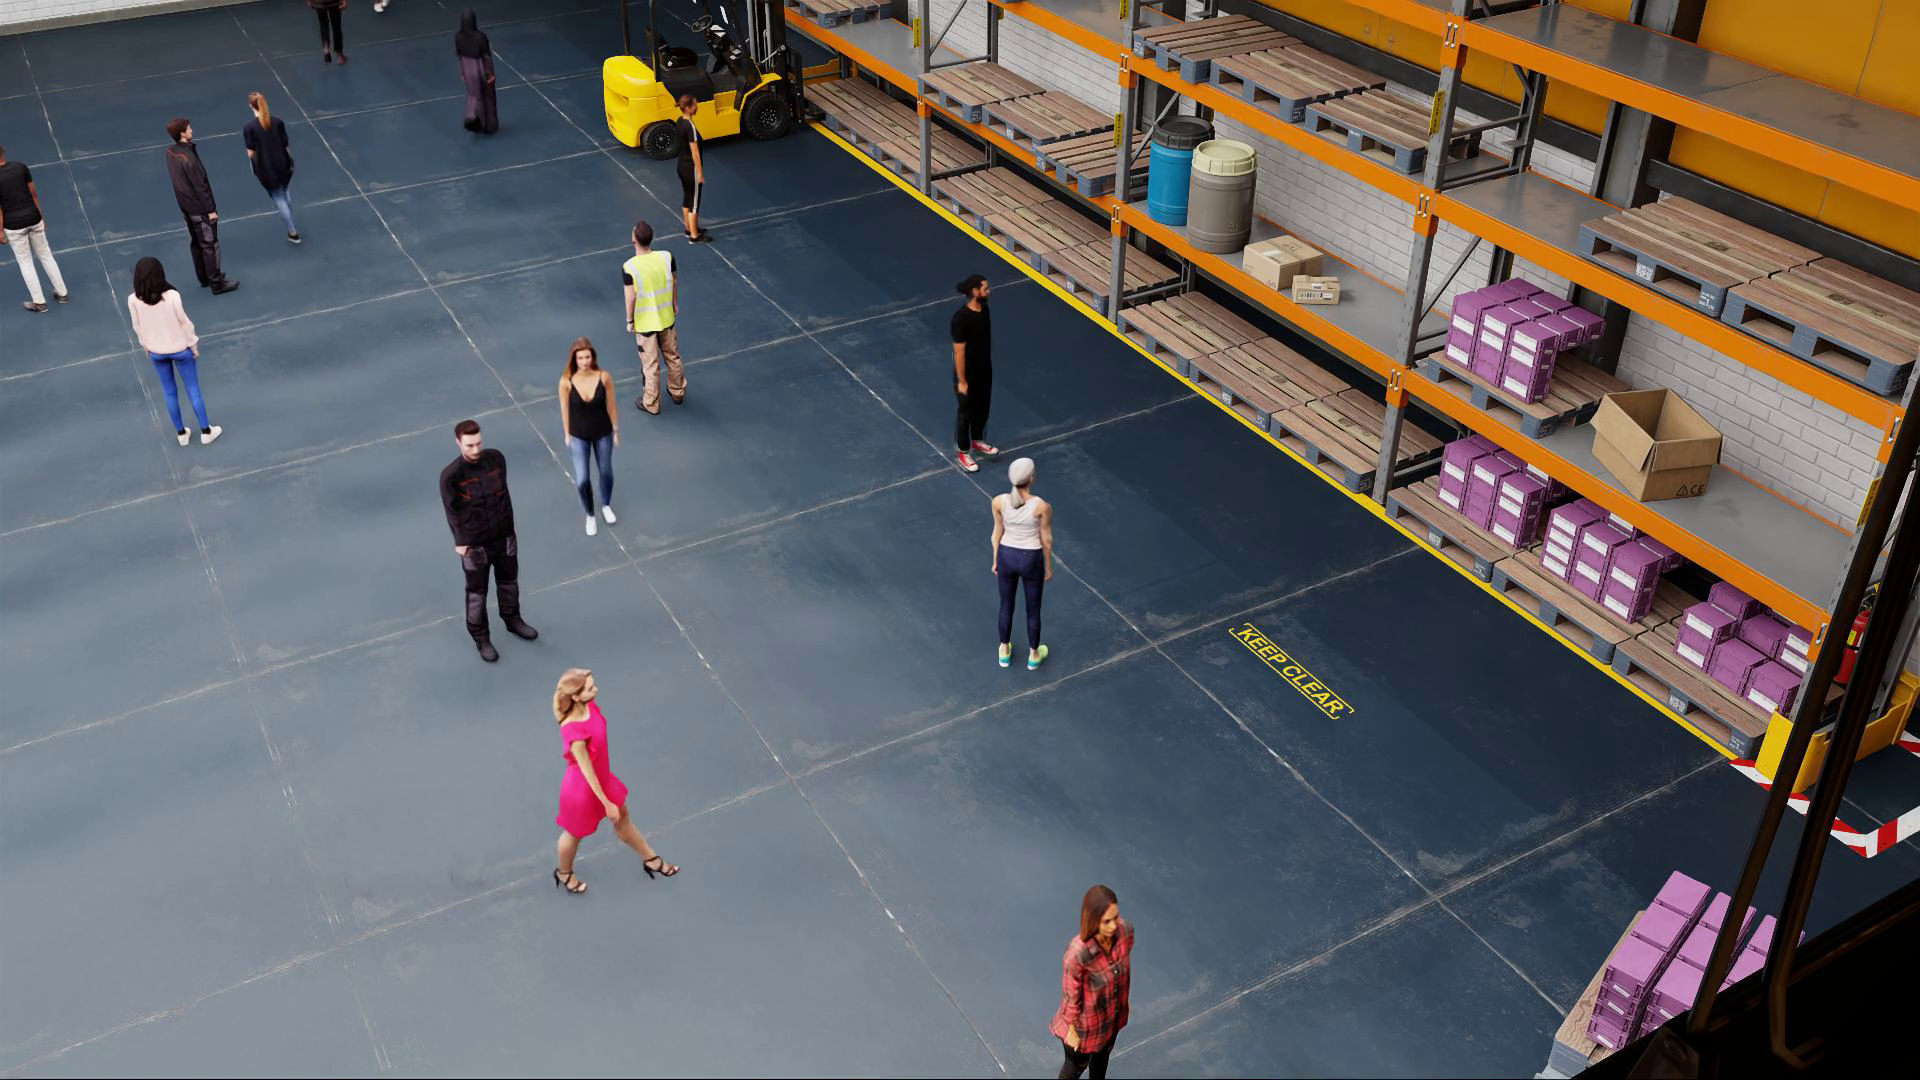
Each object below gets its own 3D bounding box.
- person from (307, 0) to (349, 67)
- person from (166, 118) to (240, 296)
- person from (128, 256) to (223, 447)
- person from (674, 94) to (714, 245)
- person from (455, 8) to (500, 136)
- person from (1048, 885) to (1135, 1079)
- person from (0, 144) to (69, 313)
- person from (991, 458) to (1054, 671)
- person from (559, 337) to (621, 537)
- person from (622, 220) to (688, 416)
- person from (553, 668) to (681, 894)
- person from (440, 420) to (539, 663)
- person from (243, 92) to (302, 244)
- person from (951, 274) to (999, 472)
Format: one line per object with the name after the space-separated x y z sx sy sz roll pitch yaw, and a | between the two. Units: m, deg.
-8.970 -7.586 23.449 0.883 1.827 0.949 -2 34 -3 | person
-7.925 -3.464 17.238 0.632 1.838 0.832 26 42 34 | person
-6.921 -1.649 14.570 0.724 1.768 0.701 -3 34 -4 | person
-2.987 -4.105 18.355 0.640 1.669 0.461 -16 37 -23 | person
-6.171 -5.931 21.159 0.847 1.606 0.930 4 34 6 | person
0.686 2.412 8.518 0.648 1.704 0.607 -26 41 -33 | person
-9.514 -3.200 16.872 0.758 1.803 0.755 20 39 28 | person
0.432 0.178 11.878 0.678 1.706 0.734 8 34 11 | person
-3.008 -0.898 13.496 0.639 1.707 0.692 -12 35 -17 | person
-2.781 -2.017 15.053 0.735 1.846 0.758 -23 40 -31 | person
-2.316 1.479 9.929 0.984 1.697 1.015 3 34 4 | person
-3.422 -0.032 12.009 0.691 1.910 0.753 26 42 34 | person
-7.522 -4.069 18.313 0.679 1.655 0.977 -22 39 -29 | person
0.110 -1.446 14.283 0.722 1.749 0.696 -29 43 -36 | person
